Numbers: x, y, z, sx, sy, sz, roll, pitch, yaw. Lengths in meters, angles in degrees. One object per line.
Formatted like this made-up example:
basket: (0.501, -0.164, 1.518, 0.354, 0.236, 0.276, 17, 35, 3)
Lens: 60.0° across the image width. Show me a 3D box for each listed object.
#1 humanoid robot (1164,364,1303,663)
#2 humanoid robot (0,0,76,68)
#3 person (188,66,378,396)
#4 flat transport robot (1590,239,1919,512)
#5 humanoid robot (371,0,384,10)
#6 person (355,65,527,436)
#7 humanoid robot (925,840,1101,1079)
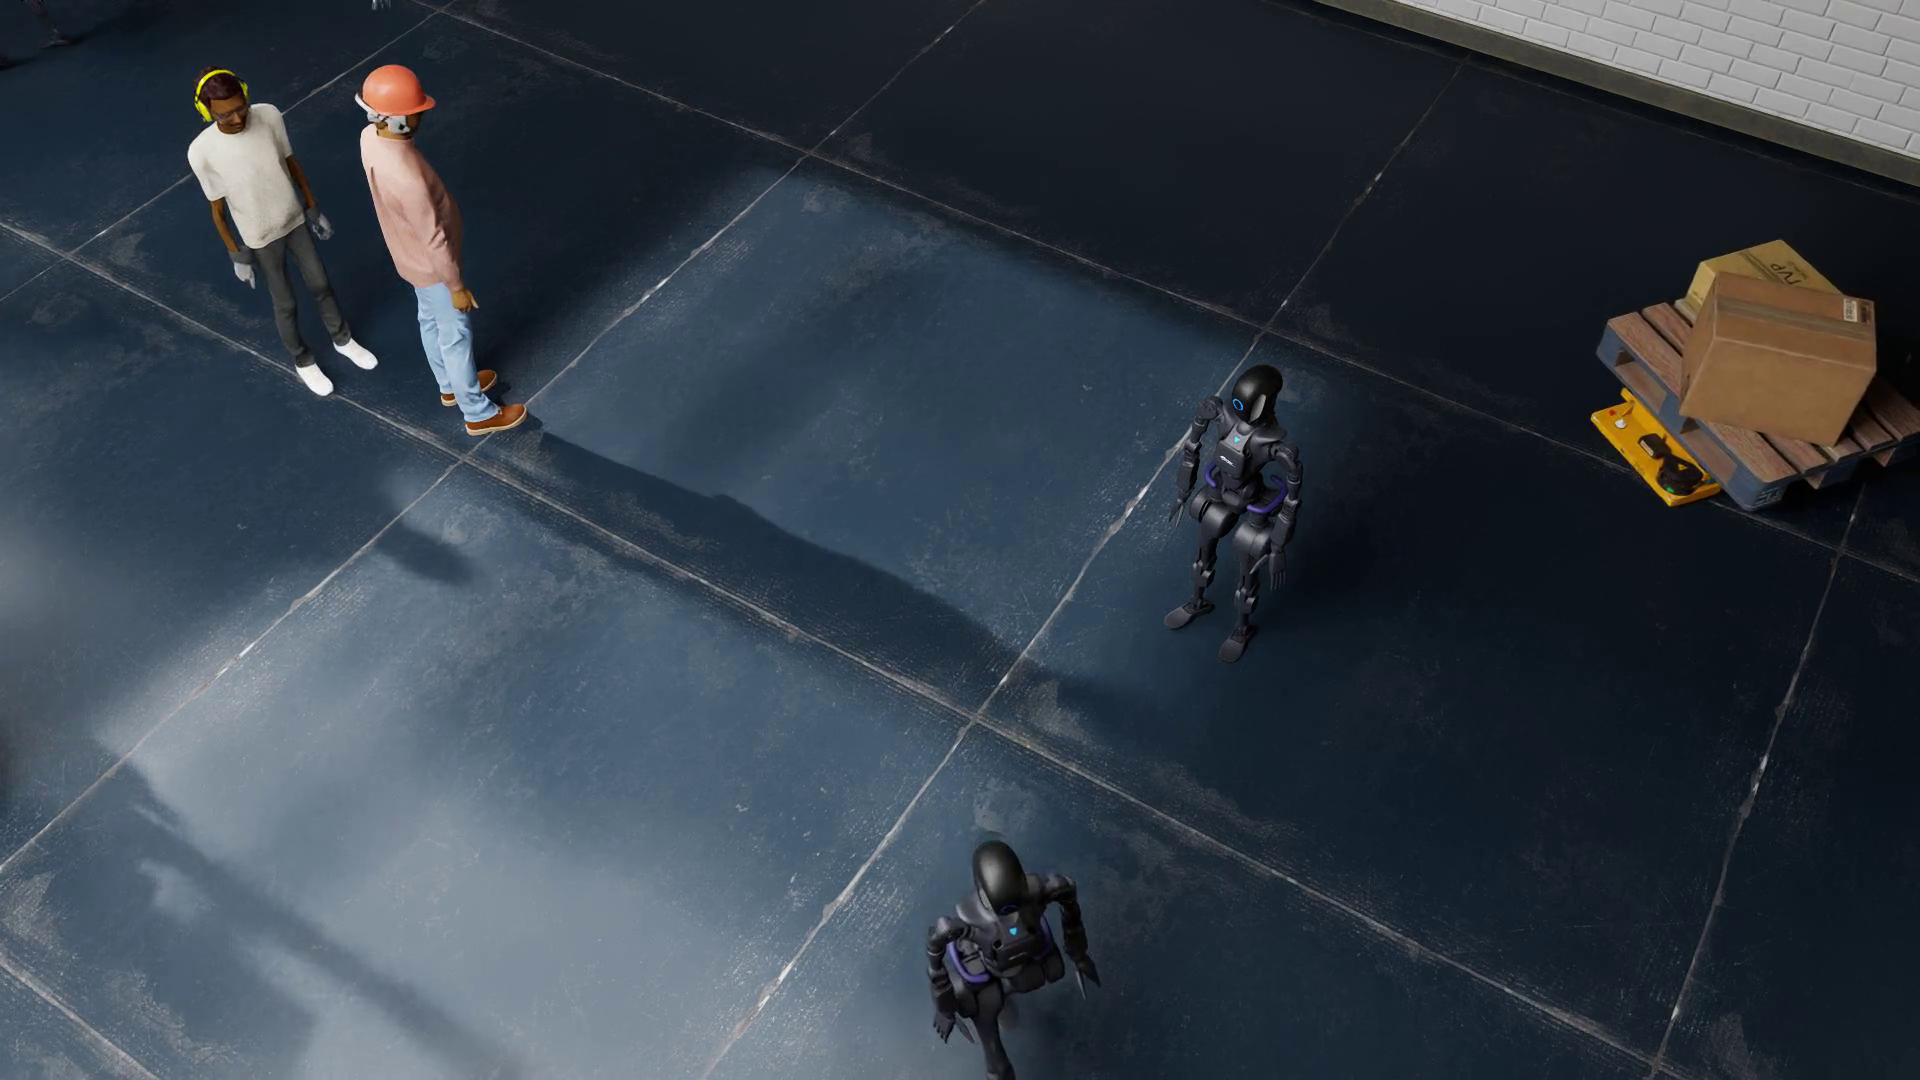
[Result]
humanoid robot: (1.160, -0.104, 6.962, 0.599, 1.657, 0.315, 35, 57, 27)
humanoid robot: (-6.021, -3.657, 10.086, 0.673, 1.634, 0.589, -16, 51, -14)
person: (-3.305, -1.489, 8.066, 0.338, 1.855, 0.523, 31, 56, 24)
flat transport robot: (3.980, -0.626, 8.362, 1.431, 0.231, 0.659, -17, 51, -14)
humanoid robot: (-3.760, -4.217, 10.540, 0.826, 1.797, 0.541, -15, 51, -13)
person: (-2.474, -1.336, 7.845, 0.389, 1.986, 0.610, -28, 54, -22)
humanoid robot: (0.173, 1.452, 5.638, 0.614, 1.628, 0.755, -17, 51, -14)
